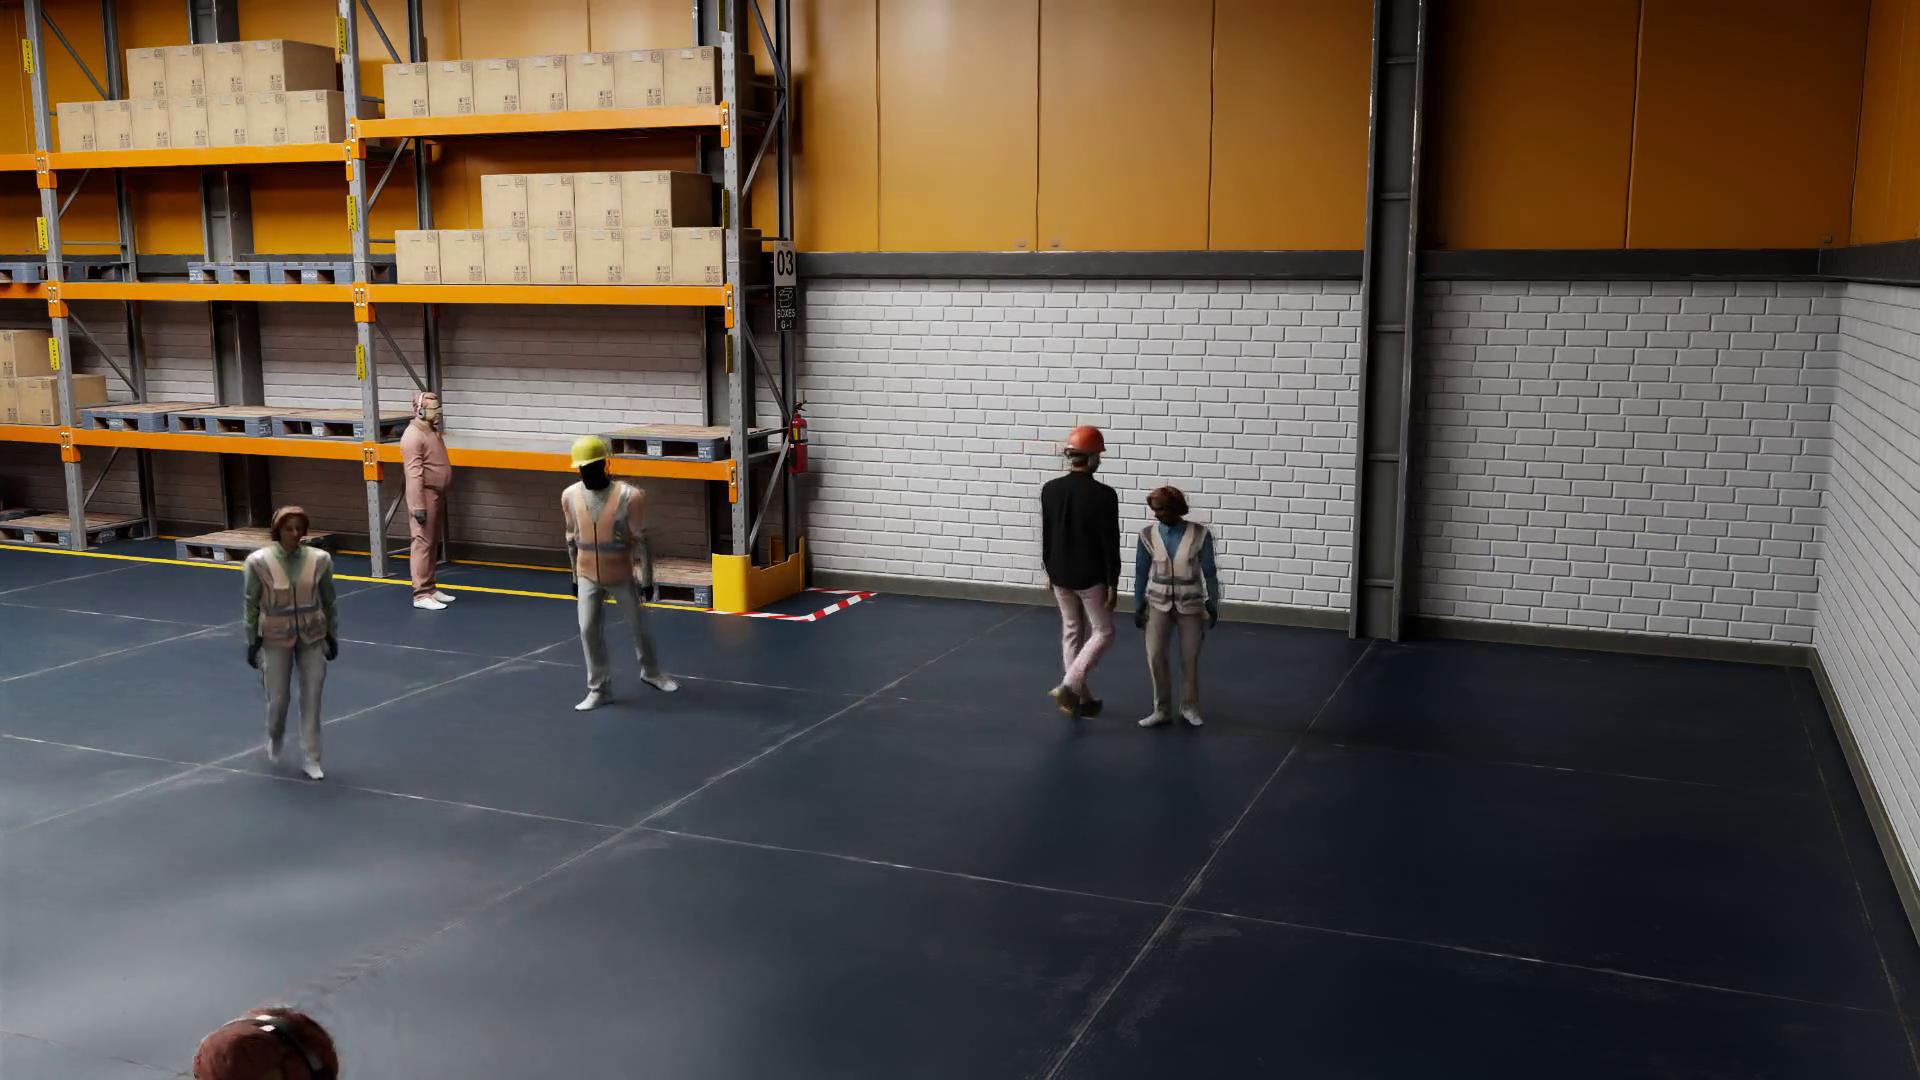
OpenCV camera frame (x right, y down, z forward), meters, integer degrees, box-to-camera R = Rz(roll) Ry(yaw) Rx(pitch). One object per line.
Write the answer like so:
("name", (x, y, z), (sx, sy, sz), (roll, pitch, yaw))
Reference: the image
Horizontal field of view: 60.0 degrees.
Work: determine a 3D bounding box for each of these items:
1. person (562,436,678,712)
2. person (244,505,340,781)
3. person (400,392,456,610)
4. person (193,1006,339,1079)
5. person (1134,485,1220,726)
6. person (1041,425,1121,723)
("person", (-2.368, 0.202, 11.437), (0.647, 1.886, 0.756), (1, 9, 8))
("person", (-3.920, 0.595, 9.767), (0.538, 1.624, 0.416), (-6, 11, -34))
("person", (-4.674, -0.351, 14.675), (0.399, 1.908, 0.643), (0, 9, -3))
("person", (-1.032, 1.648, 2.634), (0.656, 1.889, 0.534), (2, 10, 15))
("person", (1.419, 0.437, 10.813), (0.552, 1.611, 0.446), (3, 10, 19))
("person", (0.781, 0.232, 10.916), (0.644, 1.979, 0.666), (8, 12, 39))
